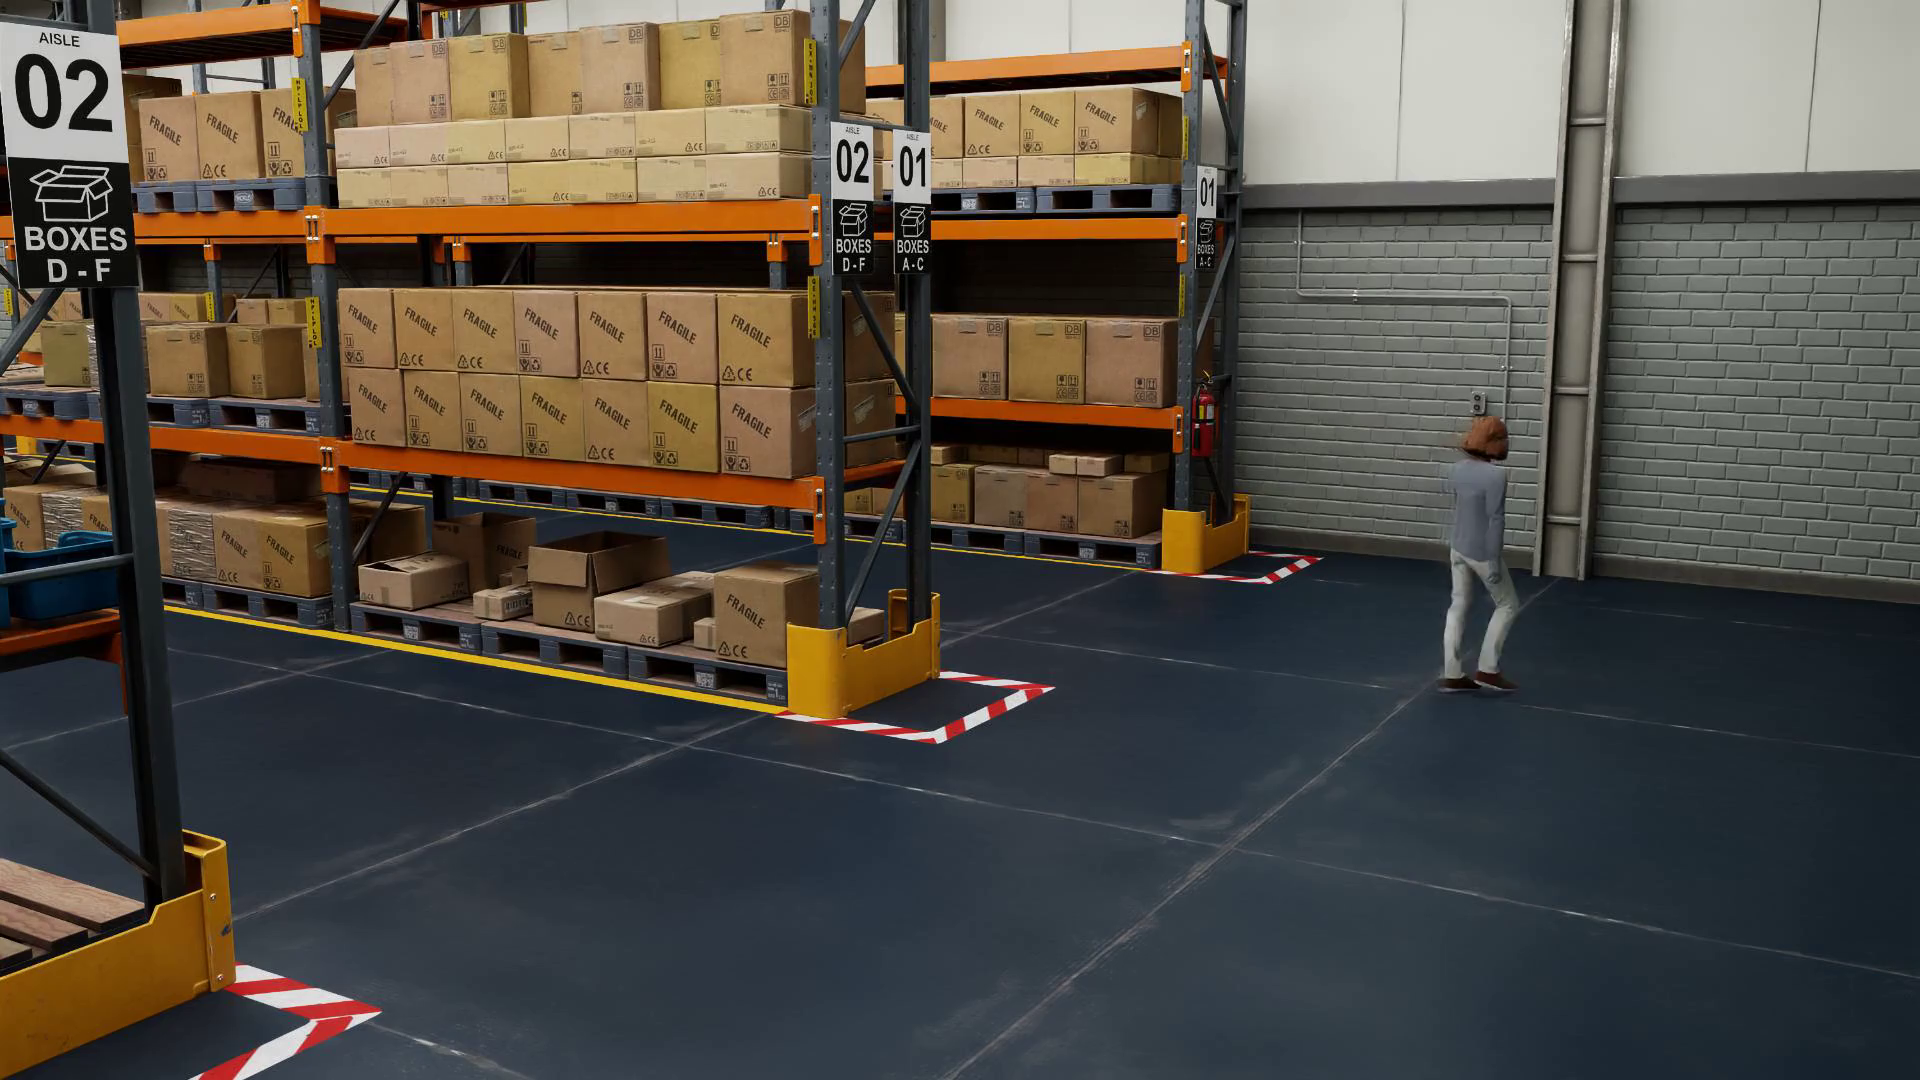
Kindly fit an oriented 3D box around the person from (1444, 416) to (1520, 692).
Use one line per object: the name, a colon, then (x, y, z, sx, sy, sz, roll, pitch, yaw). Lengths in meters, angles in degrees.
person: (3.061, 0.088, 9.632, 0.522, 1.612, 0.532, -3, 10, -16)
